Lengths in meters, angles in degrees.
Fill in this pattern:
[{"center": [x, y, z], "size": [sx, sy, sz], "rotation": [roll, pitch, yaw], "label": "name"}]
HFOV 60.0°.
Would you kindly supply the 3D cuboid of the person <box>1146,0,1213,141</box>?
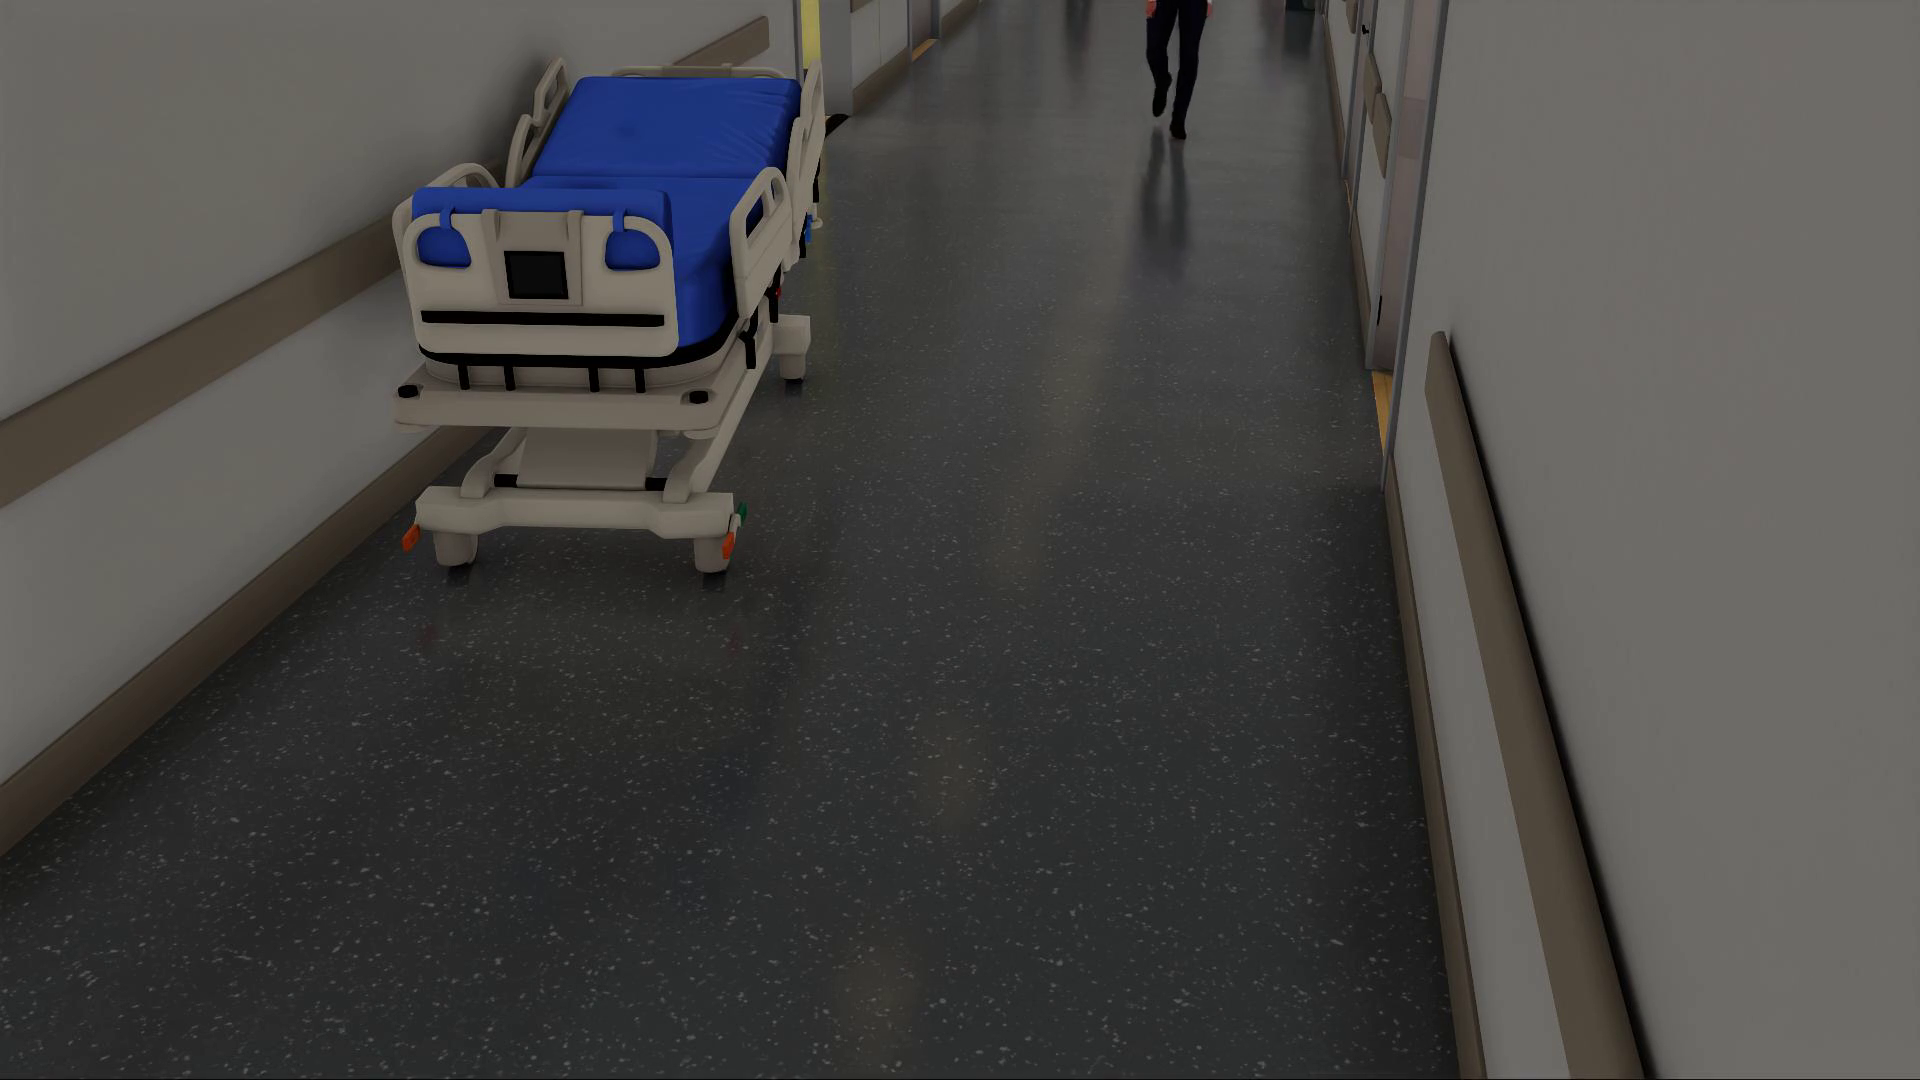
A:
[{"center": [1.482, -3.715, 11.272], "size": [0.951, 1.854, 0.725], "rotation": [2, 26, 5], "label": "person"}]
